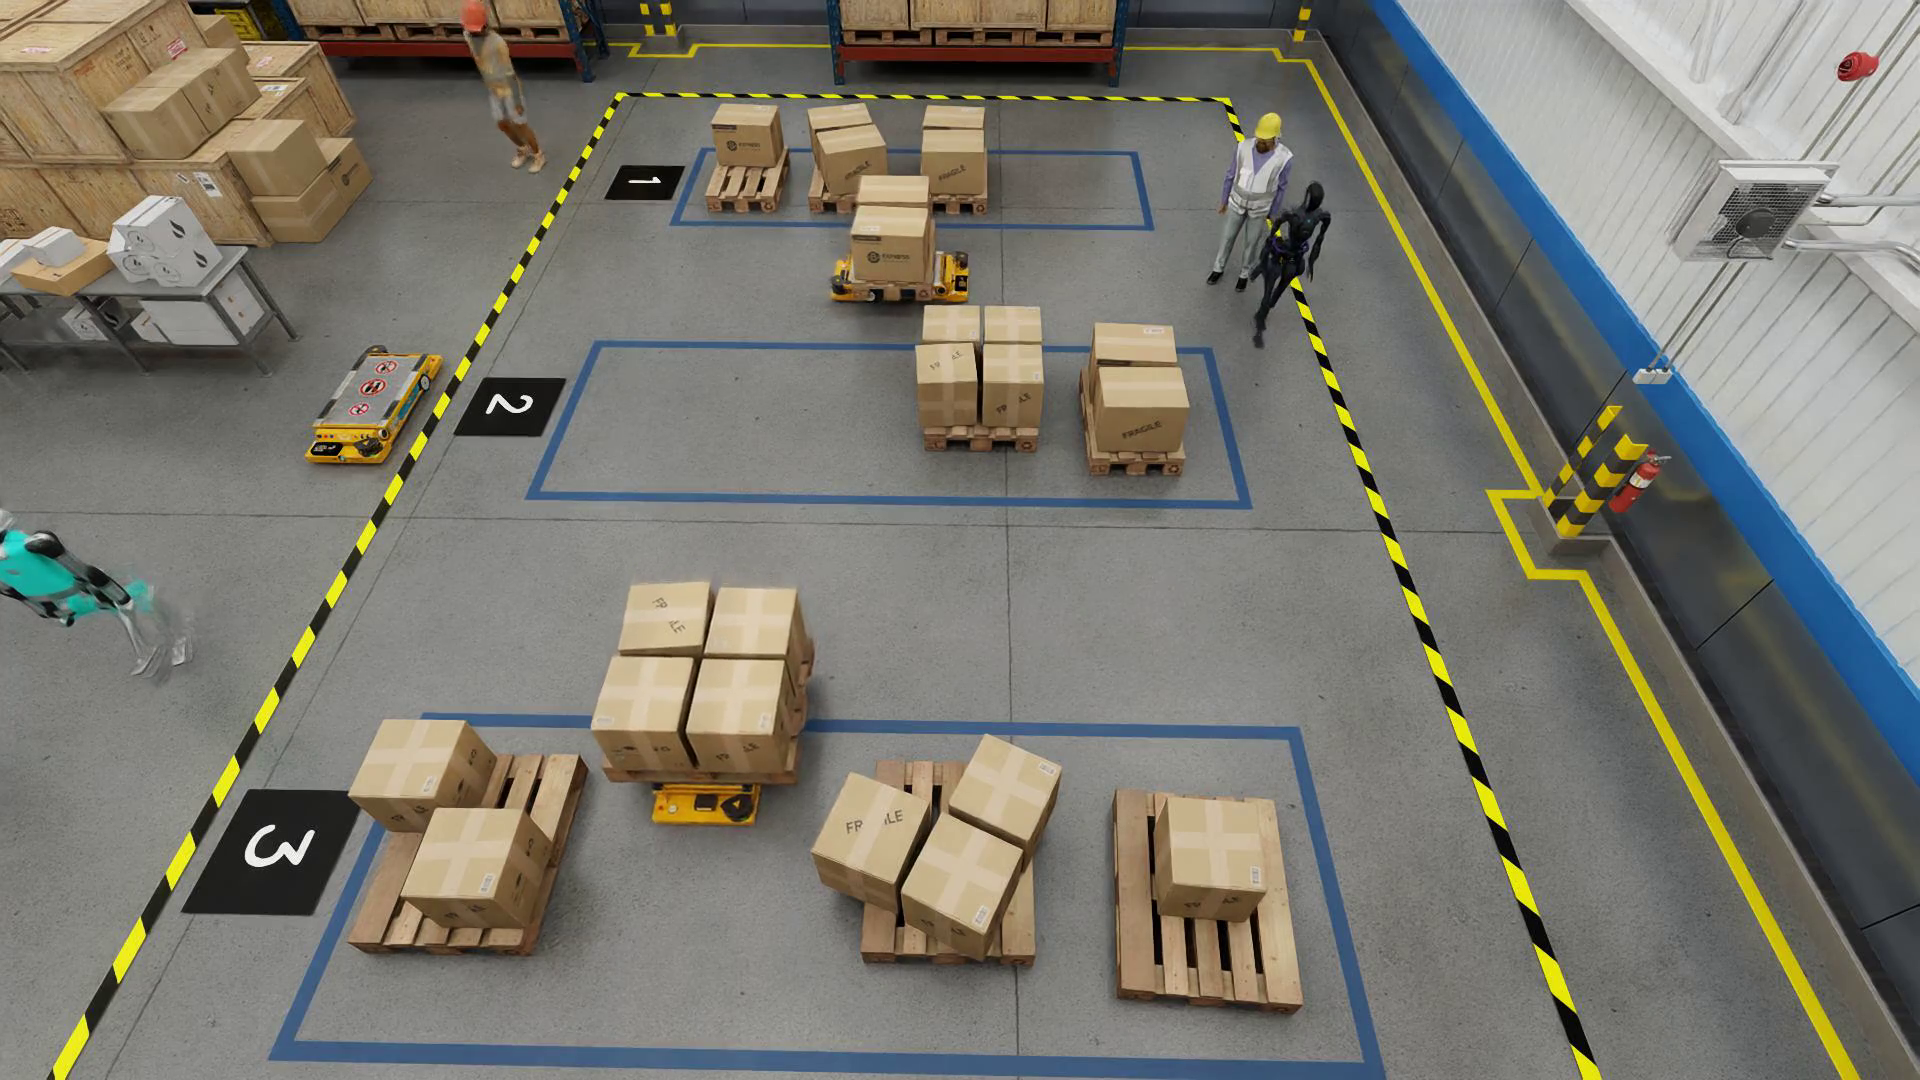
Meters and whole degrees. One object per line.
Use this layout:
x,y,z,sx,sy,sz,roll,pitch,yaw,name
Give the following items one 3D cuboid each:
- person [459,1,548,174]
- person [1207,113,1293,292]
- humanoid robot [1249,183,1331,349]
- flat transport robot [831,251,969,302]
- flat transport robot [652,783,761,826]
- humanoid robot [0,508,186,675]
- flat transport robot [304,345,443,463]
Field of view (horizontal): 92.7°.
-5.300,-5.206,10.640,0.626,1.996,0.562,21,53,17,person
2.900,-3.360,9.185,0.601,1.830,0.404,21,53,17,person
3.093,-2.611,8.665,0.609,1.636,0.626,-4,50,-4,humanoid robot
-0.624,-2.811,9.728,1.431,0.197,0.652,1,50,1,flat transport robot
-1.641,1.237,6.302,0.652,0.197,1.431,1,50,1,flat transport robot
-5.811,0.252,6.103,0.533,1.677,0.735,-11,51,-10,humanoid robot
-5.383,-1.269,8.441,0.659,0.231,1.431,1,50,1,flat transport robot
